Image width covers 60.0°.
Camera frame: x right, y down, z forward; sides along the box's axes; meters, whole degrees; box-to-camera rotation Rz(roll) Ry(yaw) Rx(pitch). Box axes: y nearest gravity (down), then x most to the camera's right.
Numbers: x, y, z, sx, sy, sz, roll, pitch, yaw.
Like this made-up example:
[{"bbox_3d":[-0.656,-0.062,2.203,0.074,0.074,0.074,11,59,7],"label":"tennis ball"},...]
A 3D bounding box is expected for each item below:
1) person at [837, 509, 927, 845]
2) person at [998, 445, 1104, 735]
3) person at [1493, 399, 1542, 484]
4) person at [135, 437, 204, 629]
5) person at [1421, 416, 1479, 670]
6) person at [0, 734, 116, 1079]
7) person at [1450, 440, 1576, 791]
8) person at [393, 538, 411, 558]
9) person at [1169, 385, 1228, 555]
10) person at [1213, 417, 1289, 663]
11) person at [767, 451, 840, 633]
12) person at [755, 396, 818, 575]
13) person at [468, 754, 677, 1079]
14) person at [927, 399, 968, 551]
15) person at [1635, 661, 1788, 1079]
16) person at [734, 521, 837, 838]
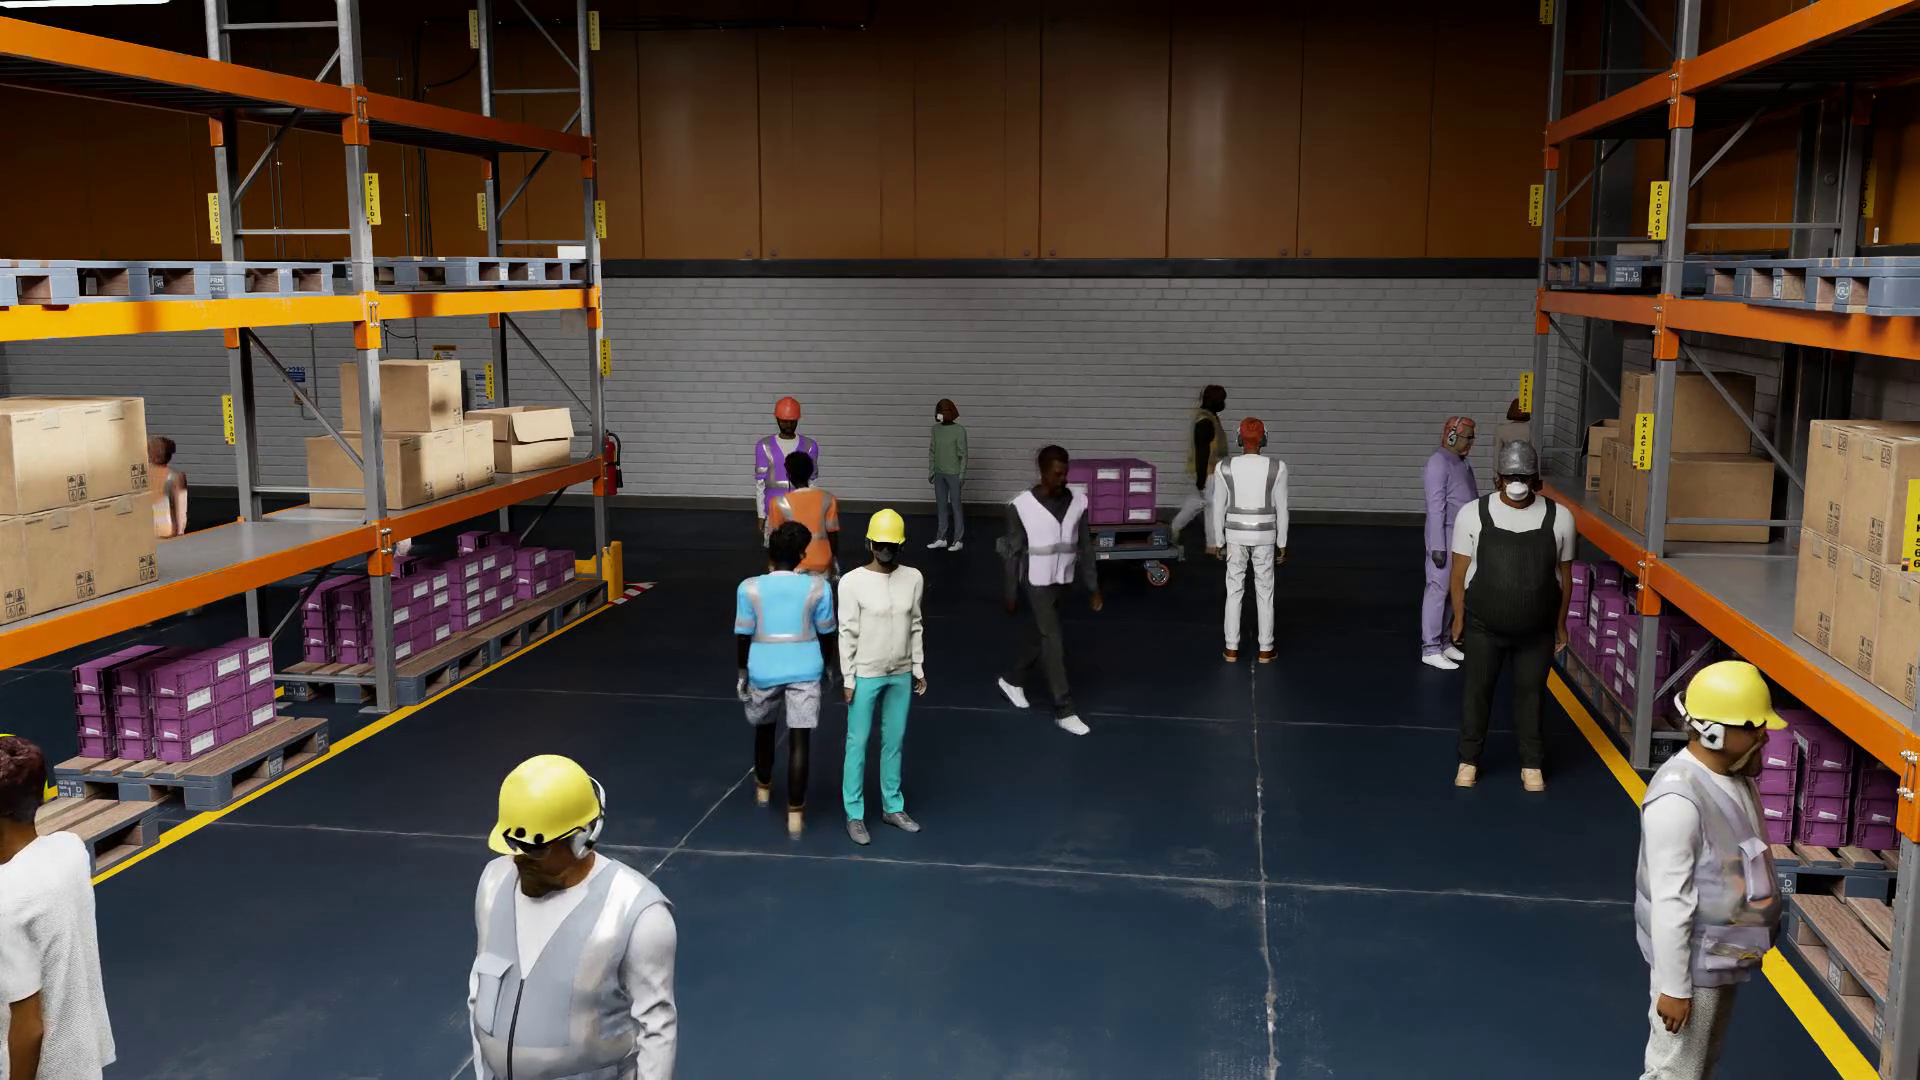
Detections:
[{"bbox_3d":[-0.400,0.706,8.753,0.524,1.764,0.329,-6,11,-34],"label":"person"},{"bbox_3d":[0.557,0.283,11.042,0.601,1.879,0.995,-6,11,-33],"label":"person"},{"bbox_3d":[5.964,-0.701,17.826,0.498,1.633,0.289,3,10,16],"label":"person"},{"bbox_3d":[-6.761,-0.067,14.046,0.517,1.591,0.857,0,9,0],"label":"person"},{"bbox_3d":[3.726,0.011,12.607,0.407,1.904,0.639,6,11,32],"label":"person"},{"bbox_3d":[-2.332,1.391,4.212,0.332,1.866,0.514,-2,9,-10],"label":"person"},{"bbox_3d":[3.169,0.436,9.558,0.688,2.000,0.539,2,9,12],"label":"person"},{"bbox_3d":[-5.565,-0.622,16.254,0.393,1.985,0.611,-3,10,-17],"label":"person"},{"bbox_3d":[2.506,-0.736,17.529,0.703,1.816,0.667,1,9,5],"label":"person"},{"bbox_3d":[2.219,0.004,12.701,0.574,1.886,0.356,2,9,13],"label":"person"},{"bbox_3d":[-1.193,0.162,12.398,0.539,1.651,0.865,-4,10,-21],"label":"person"},{"bbox_3d":[-1.464,-0.256,14.146,0.544,1.938,0.355,-2,10,-14],"label":"person"},{"bbox_3d":[-1.002,1.413,4.207,0.587,1.822,0.404,4,10,23],"label":"person"},{"bbox_3d":[-0.137,-0.698,17.806,0.507,1.631,0.266,8,12,41],"label":"person"},{"bbox_3d":[2.287,1.263,5.105,0.404,1.828,0.603,7,12,39],"label":"person"},{"bbox_3d":[-0.935,0.718,9.015,0.543,1.649,0.832,0,9,-1],"label":"person"}]
